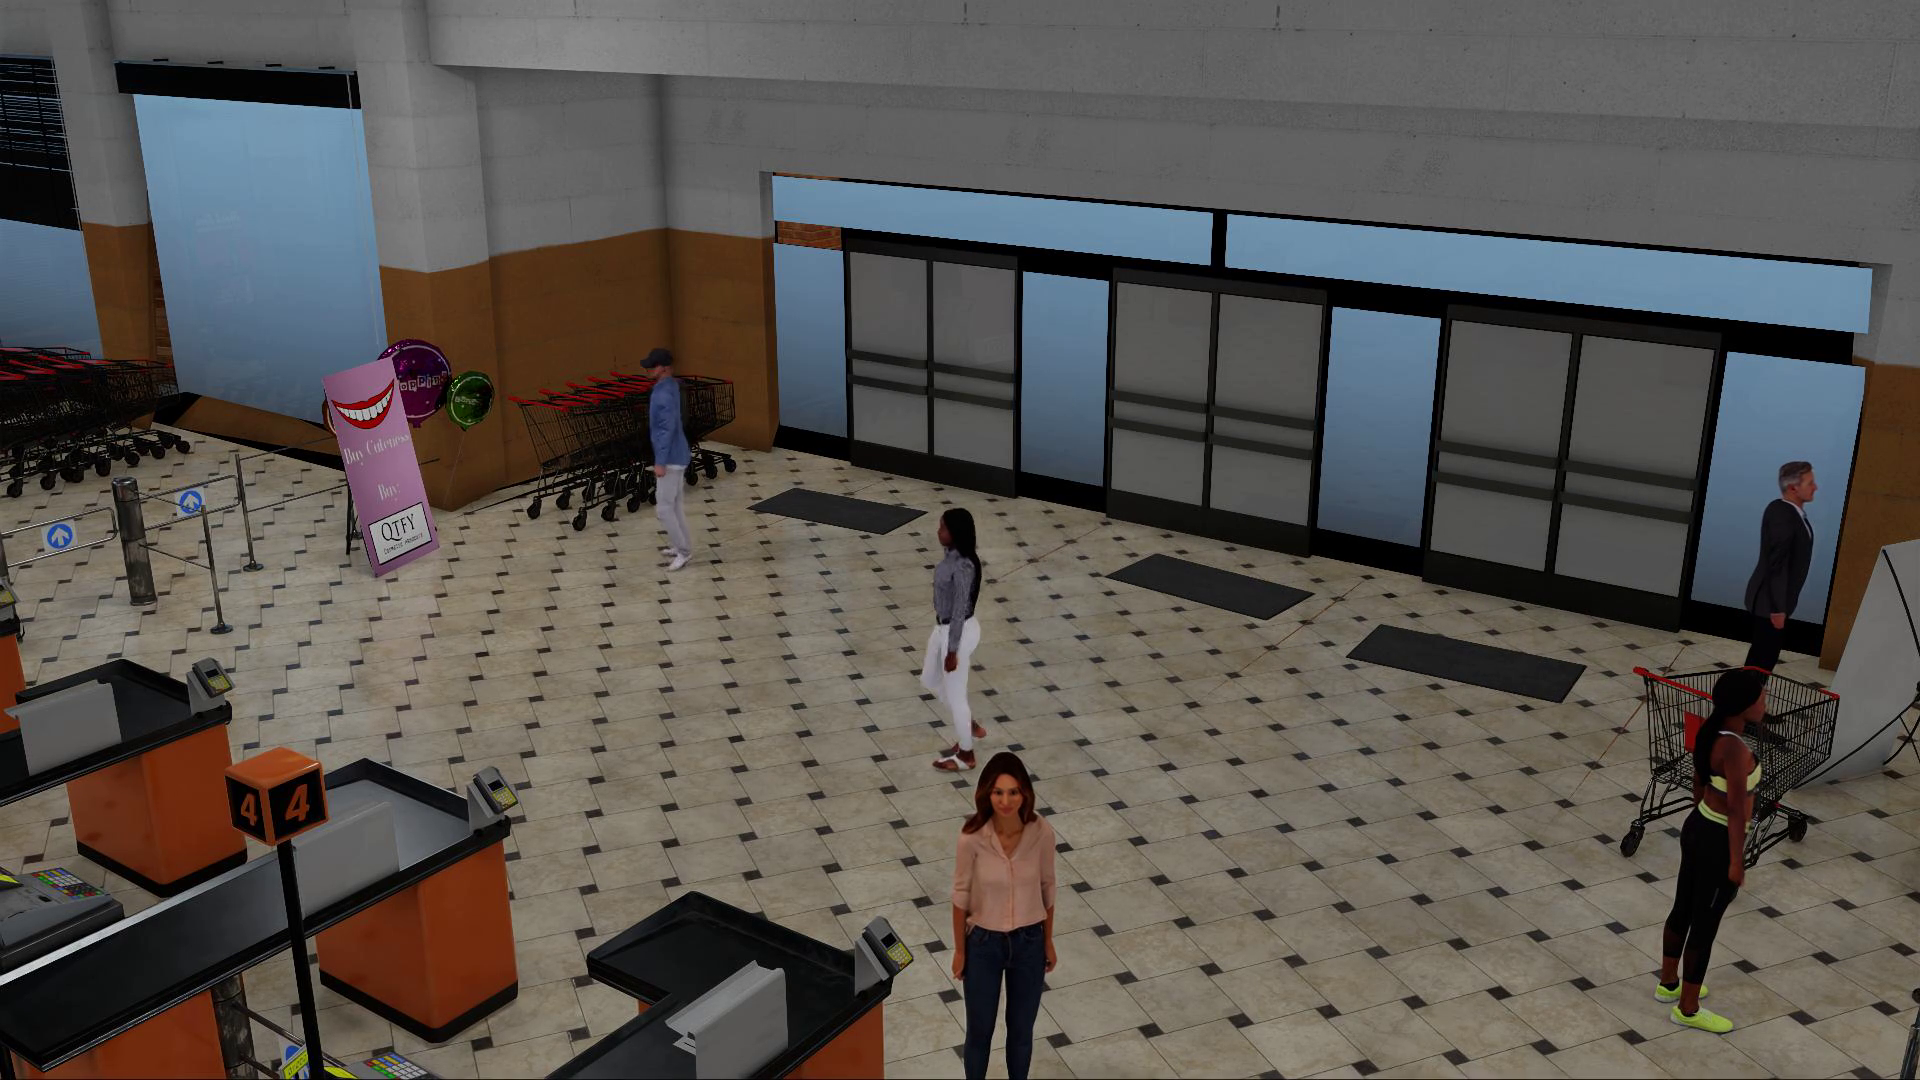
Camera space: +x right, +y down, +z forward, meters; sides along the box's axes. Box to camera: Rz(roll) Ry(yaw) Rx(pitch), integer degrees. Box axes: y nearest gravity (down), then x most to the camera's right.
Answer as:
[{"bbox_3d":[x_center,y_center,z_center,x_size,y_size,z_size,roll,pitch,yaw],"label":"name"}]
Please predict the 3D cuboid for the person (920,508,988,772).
[{"bbox_3d":[0.061,0.613,10.198,0.822,1.713,0.760,-3,19,-8],"label":"person"}]

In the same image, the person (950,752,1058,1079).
[{"bbox_3d":[0.183,1.684,6.900,0.668,1.790,0.723,-3,19,-8],"label":"person"}]

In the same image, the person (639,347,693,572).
[{"bbox_3d":[-2.402,-0.691,13.813,0.837,1.874,0.734,4,19,11],"label":"person"}]

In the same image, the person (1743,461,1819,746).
[{"bbox_3d":[5.262,0.365,10.732,0.809,1.842,0.596,9,21,25],"label":"person"}]

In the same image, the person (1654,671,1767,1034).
[{"bbox_3d":[3.482,1.425,7.724,0.703,1.754,0.609,1,19,1],"label":"person"}]
